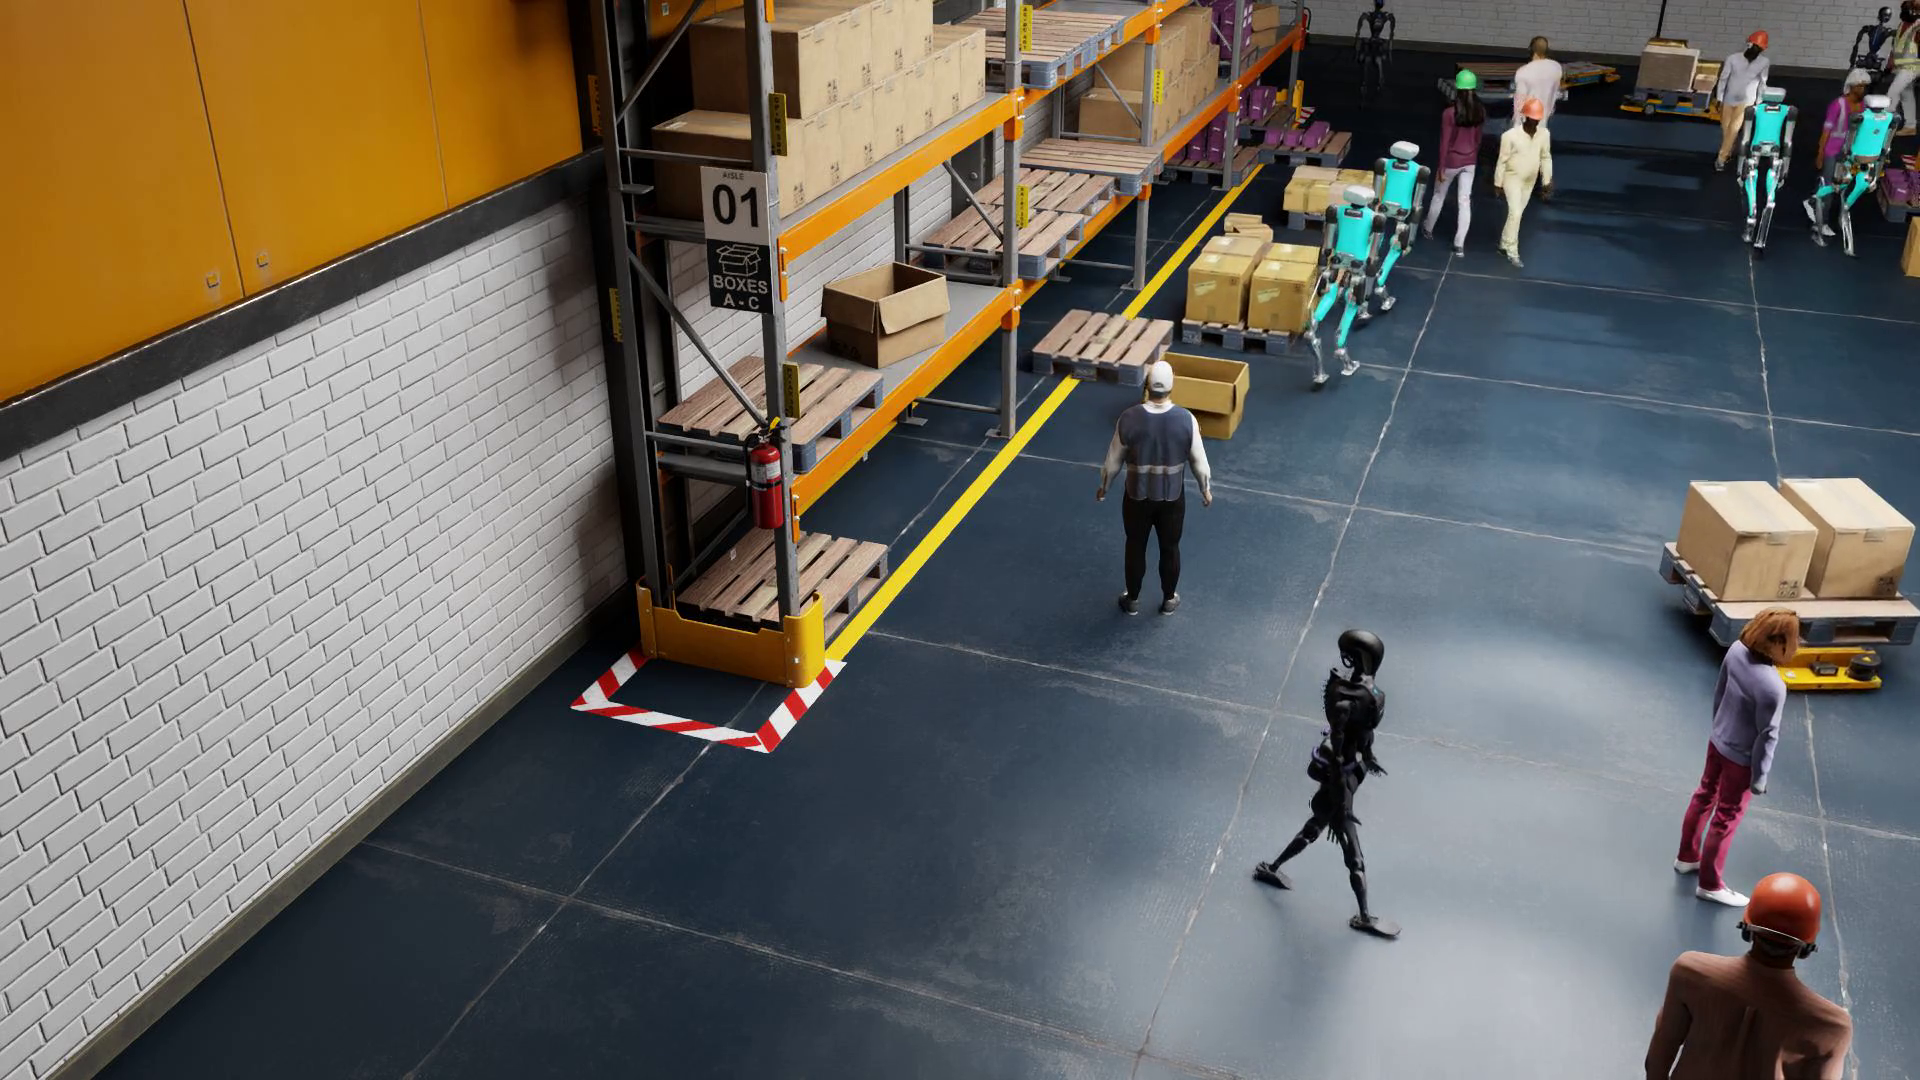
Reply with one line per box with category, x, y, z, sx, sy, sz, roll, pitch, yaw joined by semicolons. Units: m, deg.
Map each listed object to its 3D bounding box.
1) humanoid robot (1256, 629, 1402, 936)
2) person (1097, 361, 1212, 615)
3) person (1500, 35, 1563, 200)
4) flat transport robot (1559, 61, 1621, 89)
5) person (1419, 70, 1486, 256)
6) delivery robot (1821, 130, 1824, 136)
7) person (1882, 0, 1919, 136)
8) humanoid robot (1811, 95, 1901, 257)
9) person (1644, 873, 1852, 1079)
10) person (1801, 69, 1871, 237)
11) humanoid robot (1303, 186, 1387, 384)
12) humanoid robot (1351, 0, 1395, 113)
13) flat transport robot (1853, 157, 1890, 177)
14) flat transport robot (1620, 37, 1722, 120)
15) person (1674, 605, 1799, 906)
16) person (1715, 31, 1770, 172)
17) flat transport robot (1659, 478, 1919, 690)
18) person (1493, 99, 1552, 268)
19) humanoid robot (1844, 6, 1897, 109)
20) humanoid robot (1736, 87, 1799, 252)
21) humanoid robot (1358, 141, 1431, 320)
humanoid robot;1.862;1.130;8.087;0.792;1.640;0.602;14;30;25
person;1.260;-0.317;10.739;0.745;1.758;0.429;2;27;3
person;6.753;-4.948;19.559;0.626;1.915;0.834;-7;28;-14
flat transport robot;9.437;-7.151;25.622;1.431;0.231;0.659;-15;31;-27
person;5.338;-4.094;17.914;0.497;1.902;0.996;-1;27;-2
delivery robot;11.796;-5.398;21.876;0.737;0.564;0.499;7;28;12
person;12.689;-6.332;22.368;0.856;1.797;0.646;4;27;7
humanoid robot;9.493;-3.943;17.819;0.534;1.754;0.924;-1;27;-2
person;2.756;2.031;5.944;0.610;1.986;0.402;21;34;35
person;9.707;-4.304;18.395;0.537;1.828;0.497;-8;28;-15
humanoid robot;3.236;-2.101;14.234;0.547;1.759;0.940;16;31;29
humanoid robot;5.884;-6.934;23.668;0.591;1.643;0.462;0;27;-1
flat transport robot;11.456;-4.906;21.266;0.659;0.231;1.431;10;29;19
flat transport robot;10.279;-6.243;23.860;1.431;0.231;0.659;13;30;24
person;3.857;1.046;8.229;0.280;1.632;0.500;-1;27;-1
person;9.792;-5.535;20.909;0.552;1.702;0.635;14;30;25
flat transport robot;5.274;0.522;10.738;0.659;0.231;1.431;-1;27;-1
person;5.934;-3.726;17.392;0.566;1.724;0.763;-9;29;-18
humanoid robot;12.444;-6.449;22.805;0.590;1.638;0.733;23;35;37
humanoid robot;8.524;-3.844;17.655;0.548;1.763;1.044;9;28;16
humanoid robot;4.003;-2.833;15.687;0.556;1.745;1.065;16;31;28
